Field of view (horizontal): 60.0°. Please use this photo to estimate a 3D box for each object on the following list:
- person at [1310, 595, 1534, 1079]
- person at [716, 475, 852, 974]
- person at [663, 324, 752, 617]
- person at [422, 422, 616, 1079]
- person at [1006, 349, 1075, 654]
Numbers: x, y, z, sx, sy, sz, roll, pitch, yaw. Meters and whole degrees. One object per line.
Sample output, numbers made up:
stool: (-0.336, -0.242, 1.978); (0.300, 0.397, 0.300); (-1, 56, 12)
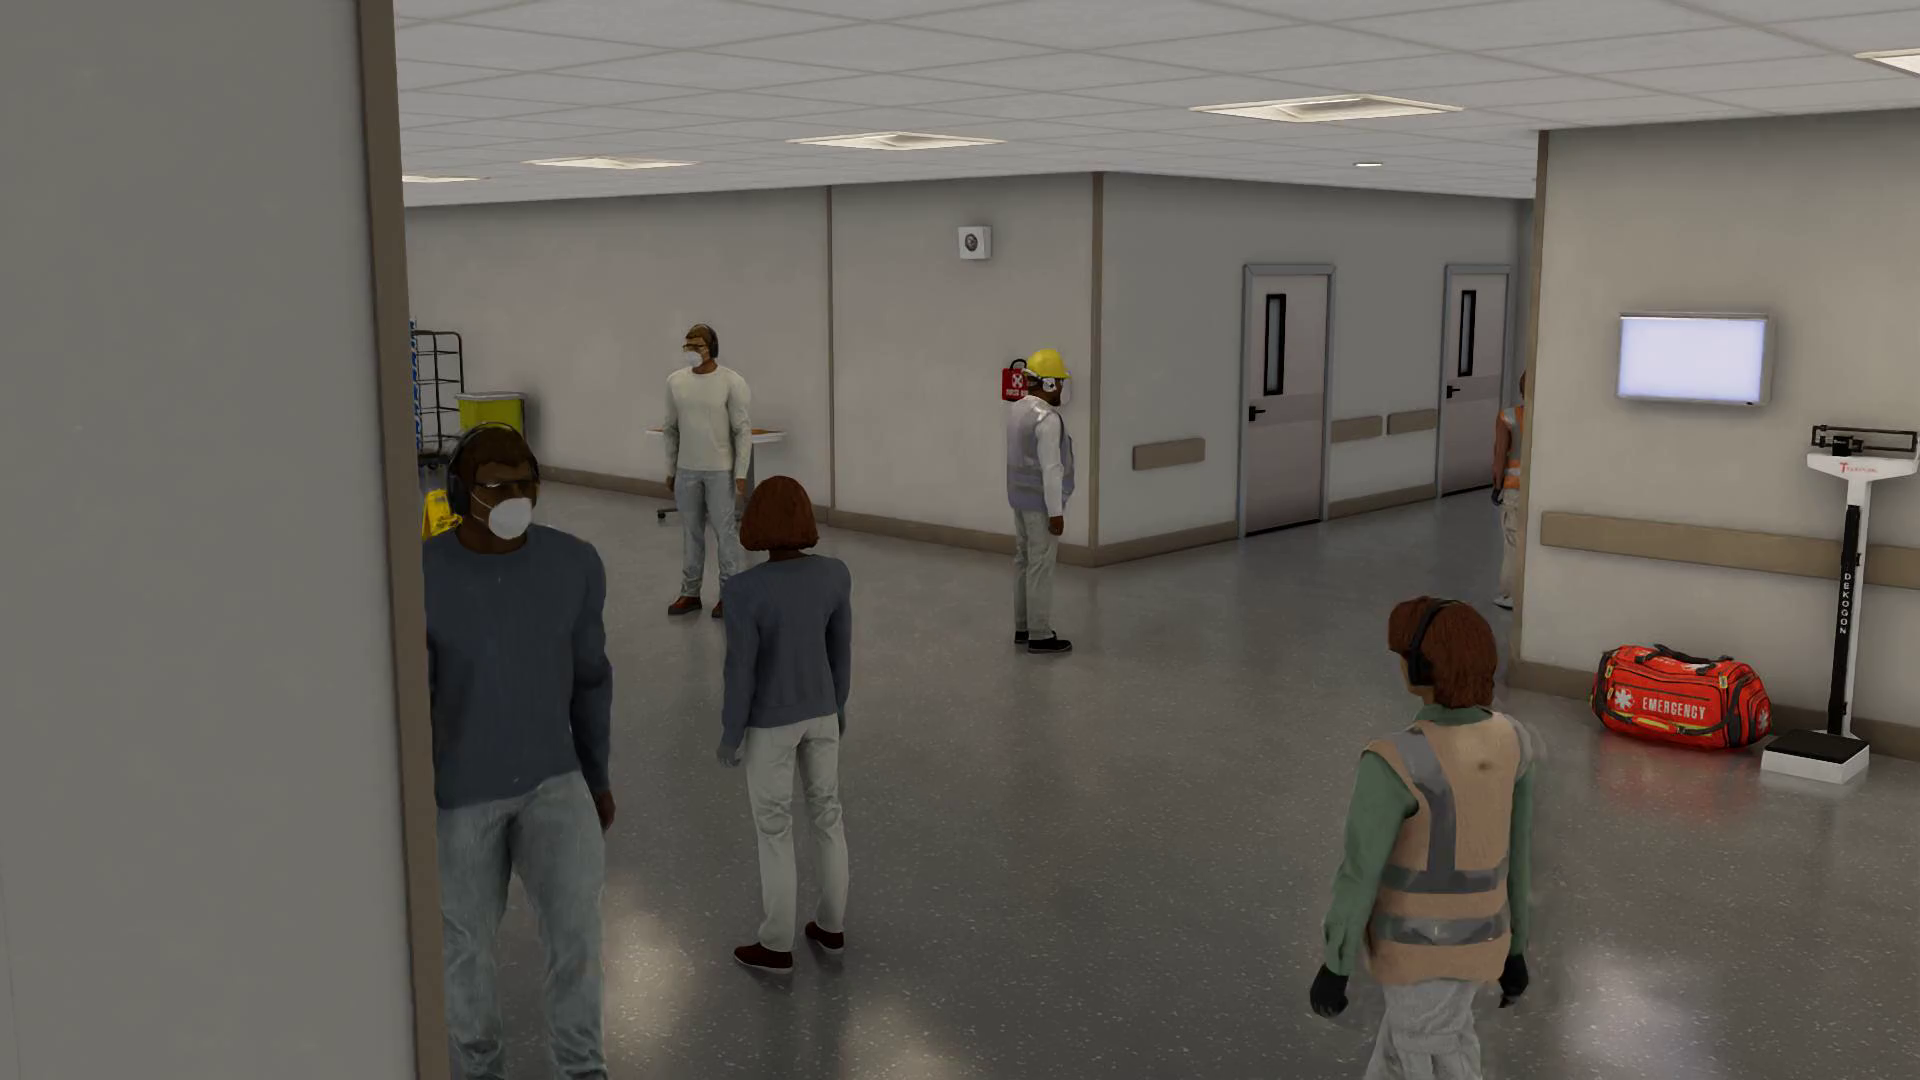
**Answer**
person: (1.065, 0.921, 3.635); (0.520, 1.602, 0.878); (-7, 12, -39)
person: (-0.570, 0.602, 5.463); (0.498, 1.634, 0.279); (-8, 12, -41)
person: (-1.676, -0.454, 11.009); (0.629, 1.940, 0.379); (4, 10, 21)
person: (-1.095, 0.675, 4.149); (0.655, 1.914, 0.801); (-6, 11, -35)
person: (0.485, -0.232, 10.016); (0.403, 1.824, 0.590); (-3, 10, -19)
